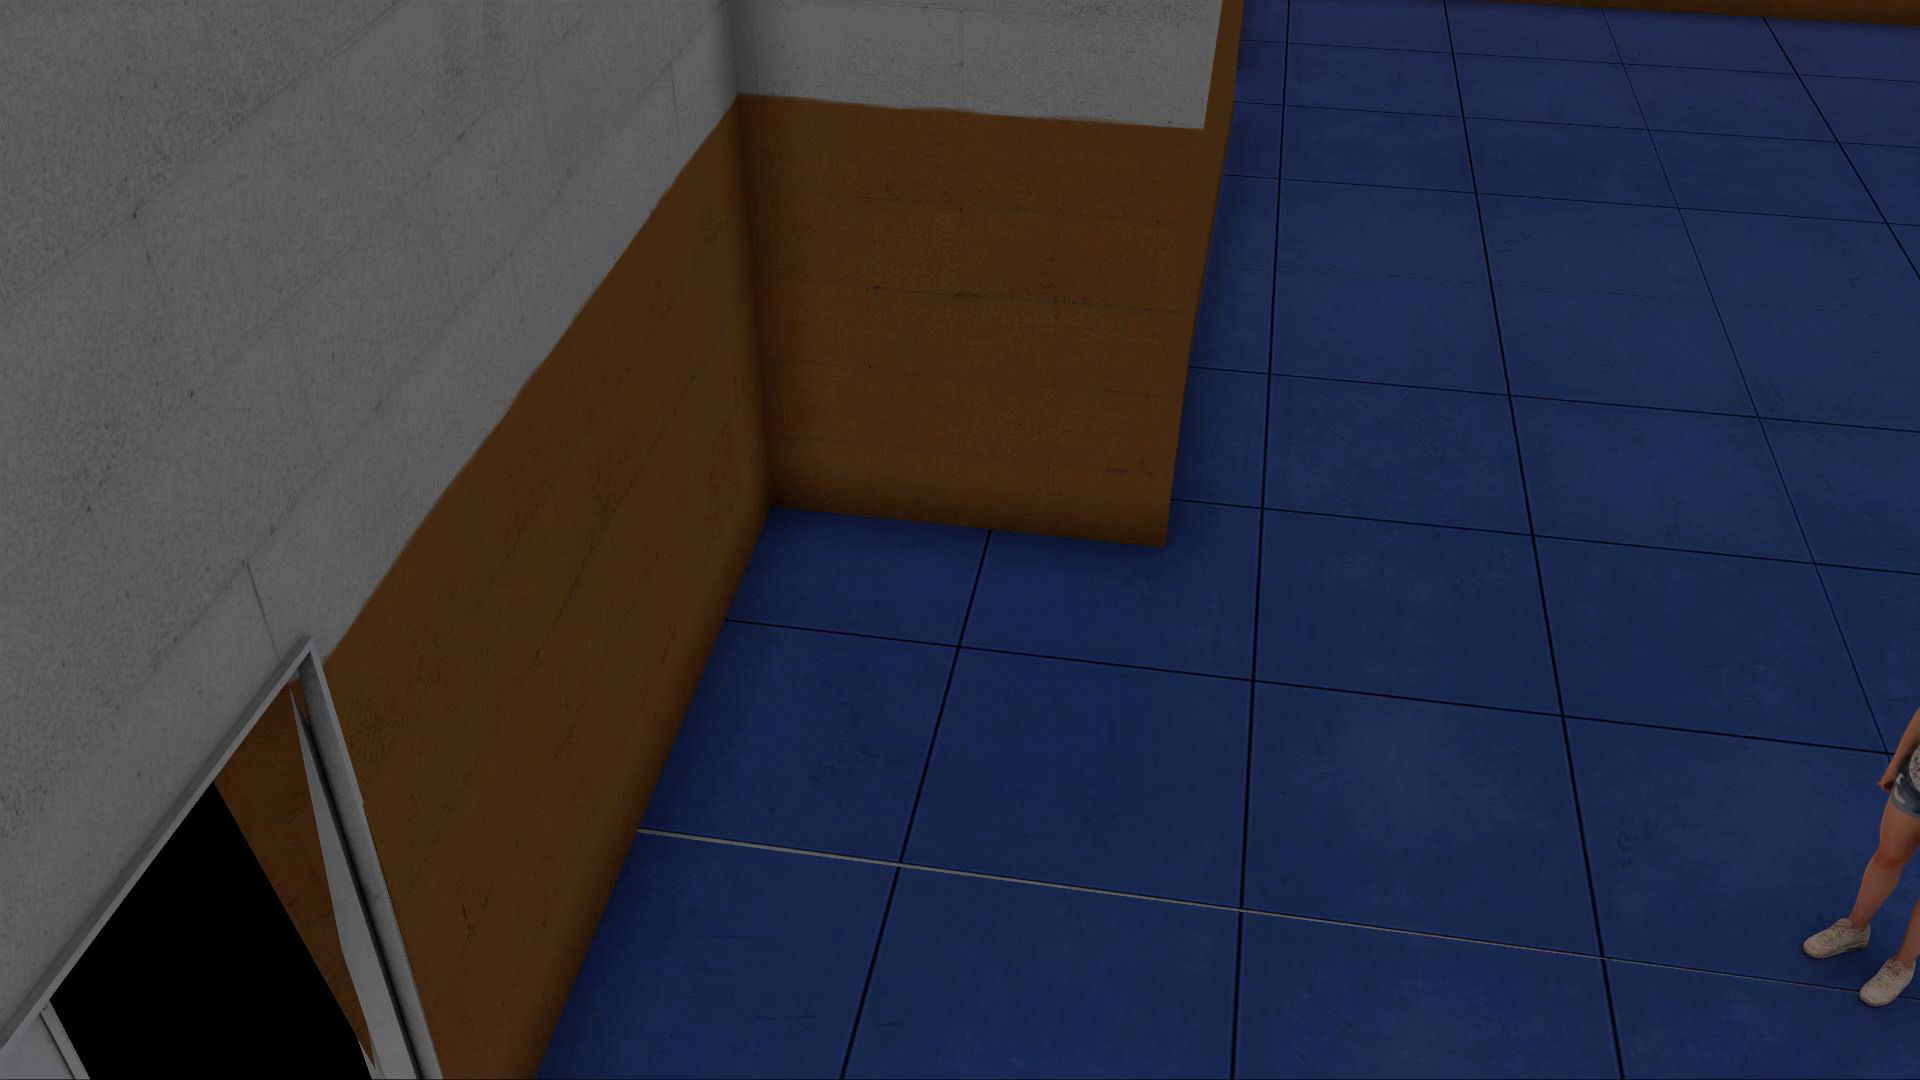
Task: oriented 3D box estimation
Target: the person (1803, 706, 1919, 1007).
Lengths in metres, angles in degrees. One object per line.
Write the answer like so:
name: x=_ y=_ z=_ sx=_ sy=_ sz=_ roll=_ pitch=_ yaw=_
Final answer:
person: x=3.348 y=0.877 z=5.617 sx=0.695 sy=1.759 sz=0.660 roll=-17 pitch=40 yaw=-21
